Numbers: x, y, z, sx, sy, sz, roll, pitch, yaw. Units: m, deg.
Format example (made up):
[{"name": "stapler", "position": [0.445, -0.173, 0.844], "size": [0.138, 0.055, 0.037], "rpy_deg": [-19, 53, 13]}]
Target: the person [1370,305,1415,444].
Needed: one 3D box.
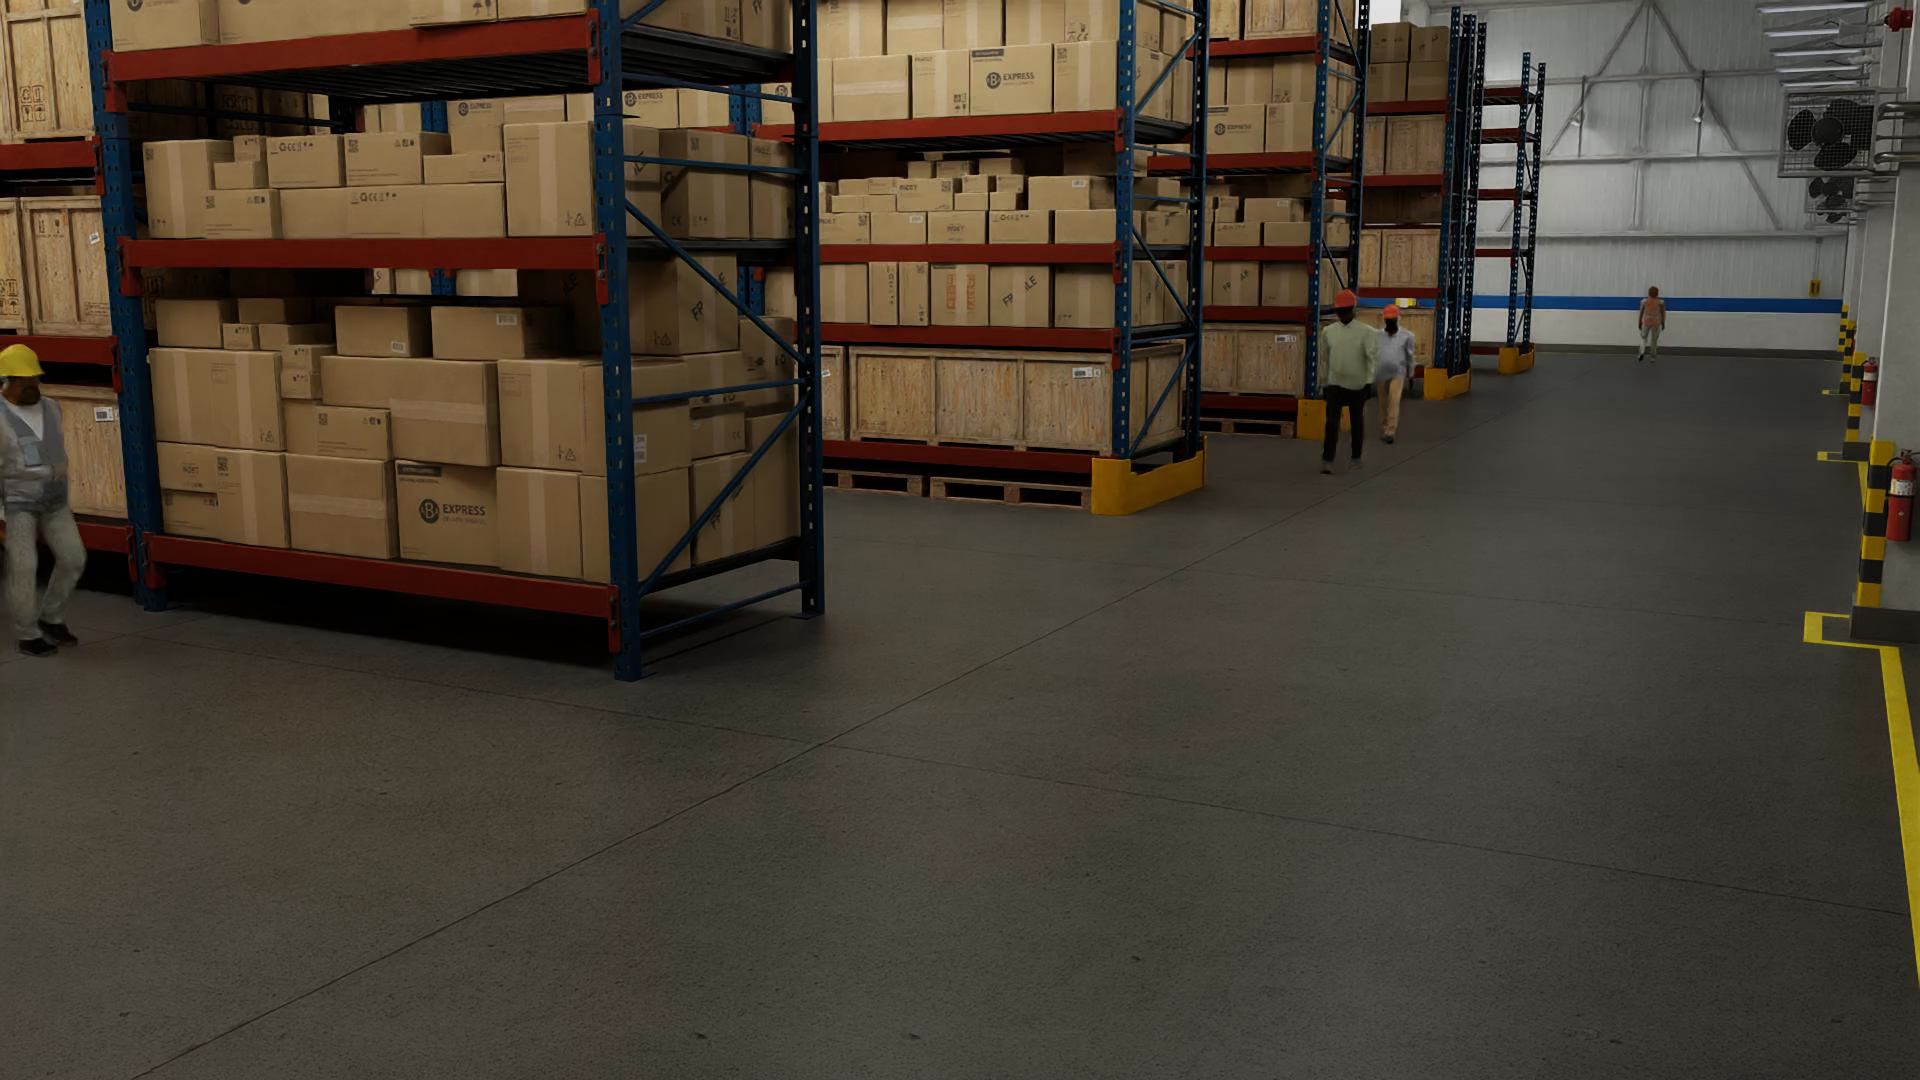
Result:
[{"name": "person", "position": [5.287, -2.044, 20.488], "size": [0.588, 1.701, 0.918], "rpy_deg": [5, 11, 25]}]

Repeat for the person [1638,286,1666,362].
[{"name": "person", "position": [14.783, -4.608, 35.532], "size": [0.535, 1.635, 0.382], "rpy_deg": [6, 11, 30]}]

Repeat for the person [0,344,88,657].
[{"name": "person", "position": [-5.351, -0.218, 9.585], "size": [0.445, 1.813, 0.616], "rpy_deg": [4, 11, 21]}]

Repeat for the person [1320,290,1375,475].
[{"name": "person", "position": [4.107, -1.676, 17.674], "size": [0.607, 1.945, 1.030], "rpy_deg": [4, 11, 22]}]
